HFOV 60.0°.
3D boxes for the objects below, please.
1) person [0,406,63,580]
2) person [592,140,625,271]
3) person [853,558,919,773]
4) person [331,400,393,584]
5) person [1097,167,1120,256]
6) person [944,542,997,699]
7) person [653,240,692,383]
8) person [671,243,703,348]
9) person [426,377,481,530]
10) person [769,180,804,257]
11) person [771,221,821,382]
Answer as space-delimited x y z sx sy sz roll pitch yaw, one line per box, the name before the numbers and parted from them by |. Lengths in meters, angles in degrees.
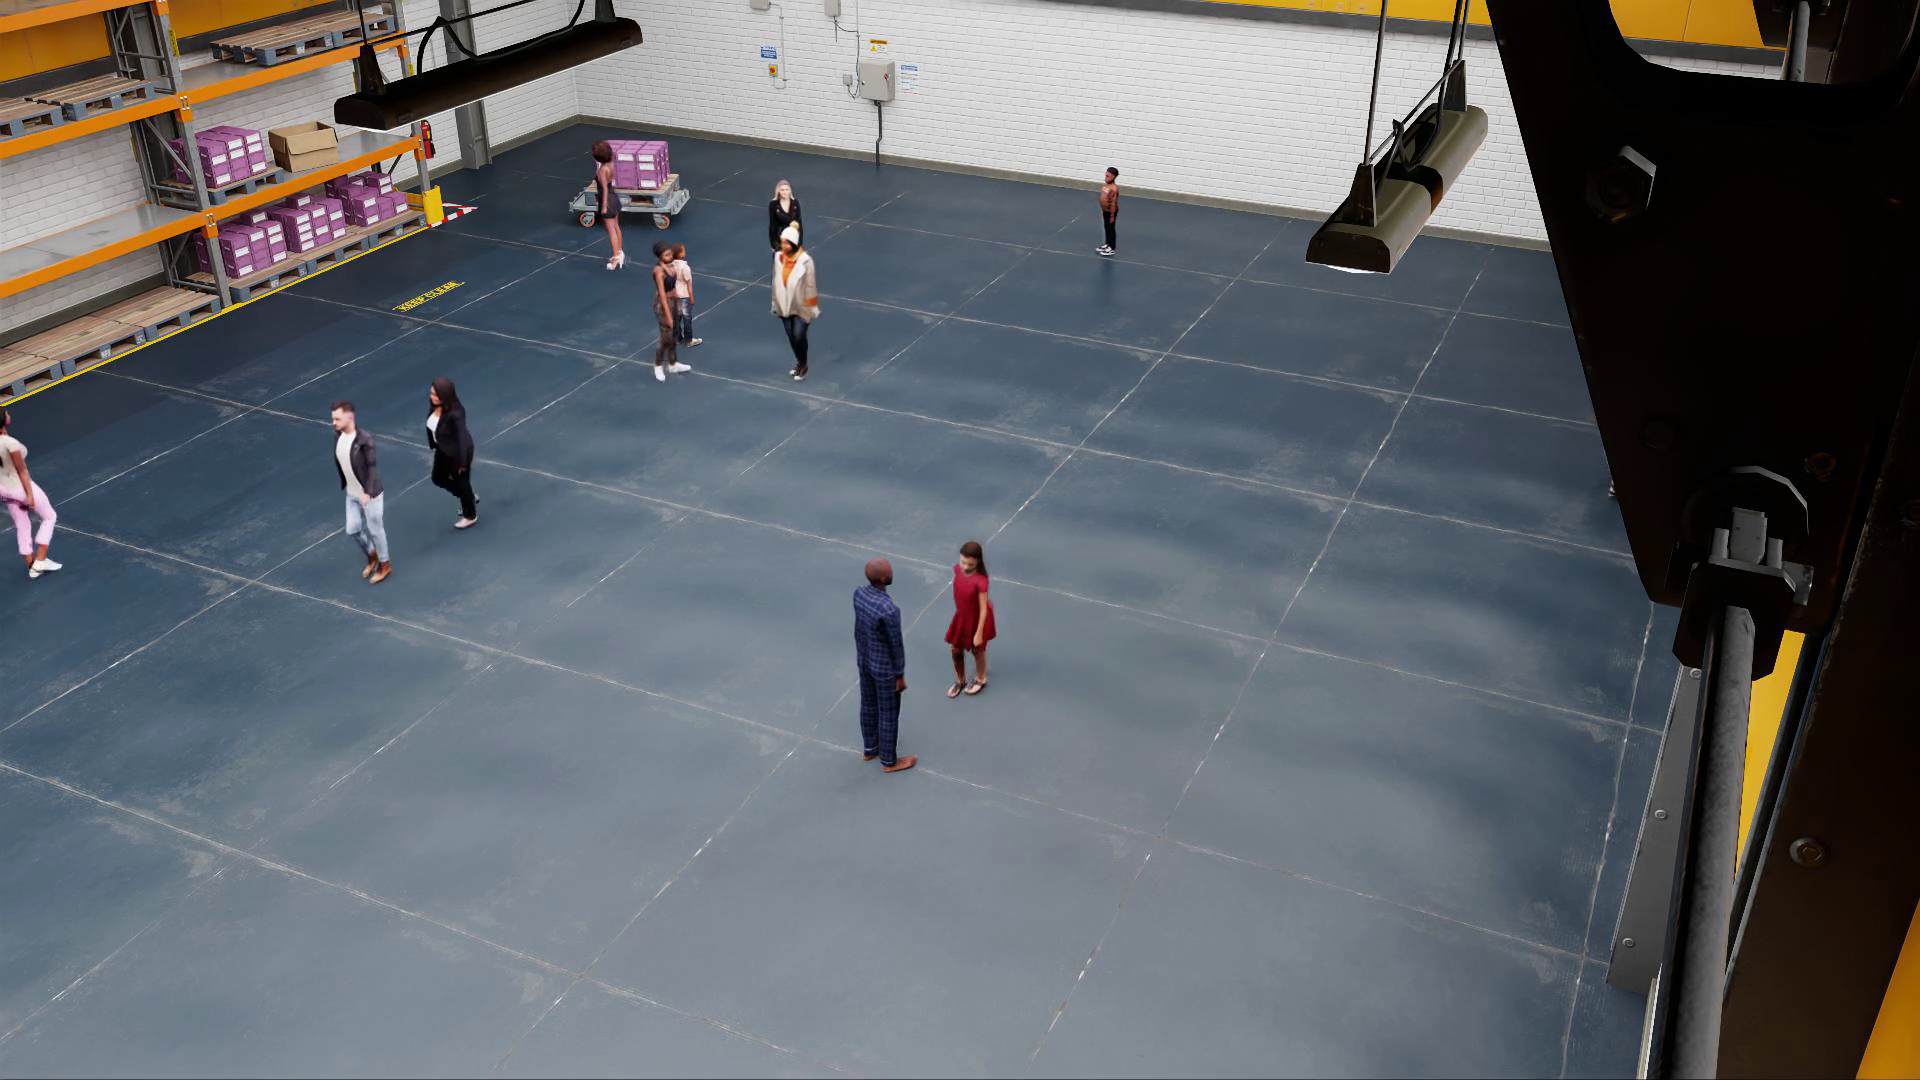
person | -8.720 -0.405 15.261 0.593 1.733 0.603 10 30 18
person | -4.841 -4.626 22.941 0.702 1.788 0.588 2 29 3
person | -0.615 0.939 12.708 0.747 1.819 0.748 -23 36 -36
person | -5.431 -0.482 15.310 0.649 1.821 0.605 12 31 21
person | 2.140 -4.683 23.602 0.647 1.255 0.585 -9 30 -17
person | 0.113 0.617 13.618 0.711 1.511 0.633 -24 36 -36
person | -3.451 -2.714 19.538 0.739 1.689 0.582 1 29 2
person | -3.444 -3.038 20.532 0.537 1.307 0.530 20 34 31
person | -4.889 -0.881 16.271 0.743 1.600 0.766 22 36 35
person | -2.260 -3.876 21.676 0.689 1.682 0.743 -9 30 -16
person | -1.882 -2.841 19.577 0.732 1.876 0.712 15 32 26
